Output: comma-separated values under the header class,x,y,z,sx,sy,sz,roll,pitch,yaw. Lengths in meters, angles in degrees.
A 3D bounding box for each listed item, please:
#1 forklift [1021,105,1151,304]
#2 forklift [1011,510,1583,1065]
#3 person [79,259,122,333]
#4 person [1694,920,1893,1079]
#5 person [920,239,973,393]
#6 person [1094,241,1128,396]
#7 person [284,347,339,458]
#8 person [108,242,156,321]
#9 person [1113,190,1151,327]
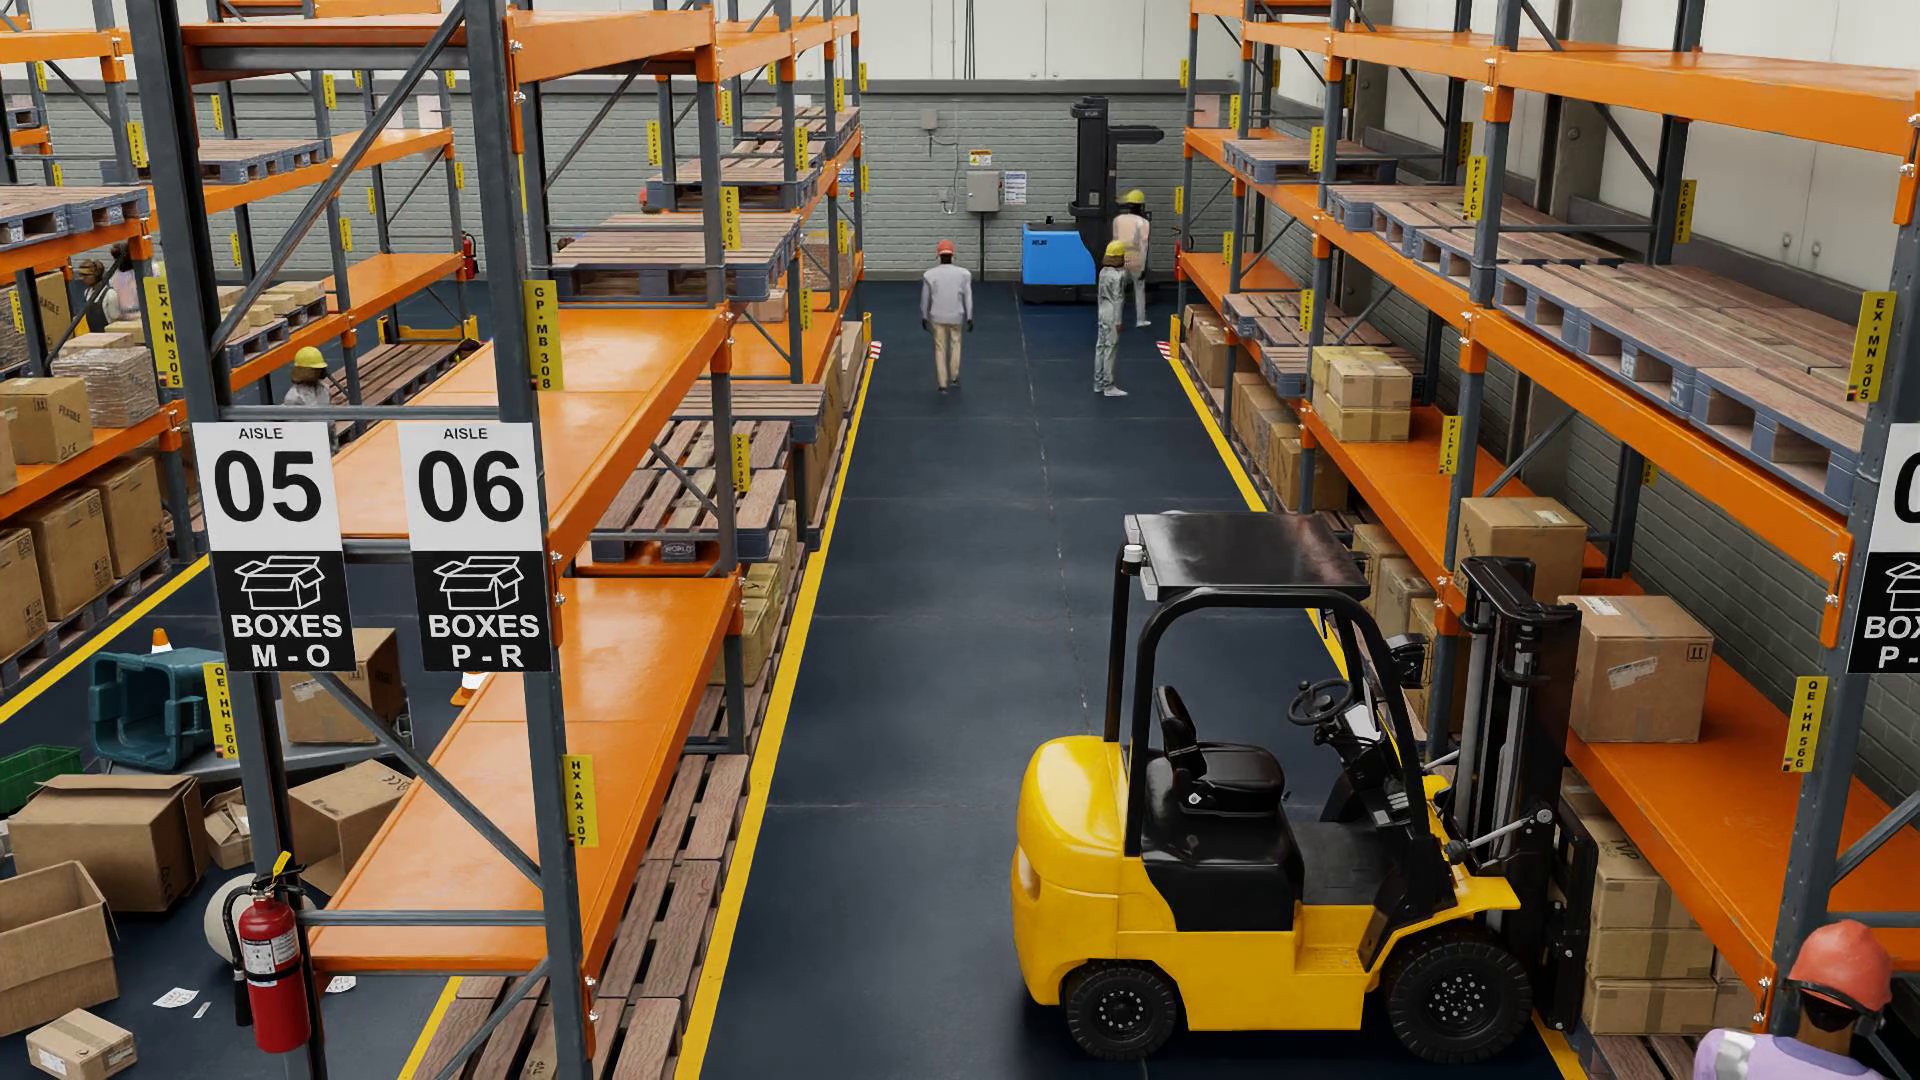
class,x,y,z,sx,sy,sz,roll,pitch,yaw
forklift,1.857,-4.944,24.441,1.873,2.768,1.129,0,18,0
forklift,1.387,1.055,7.378,2.313,2.155,1.214,0,18,0
person,-8.767,-1.981,17.124,0.511,1.839,0.339,11,21,29
person,2.356,2.008,4.751,0.603,2.035,0.401,12,22,32
person,-0.160,-2.594,19.140,0.604,1.722,0.735,-2,18,-6
person,1.729,-2.518,18.887,0.319,1.743,0.488,-6,19,-18
person,-5.182,-0.706,13.428,0.332,1.735,0.485,7,19,19
person,-9.122,-2.420,18.520,0.623,1.806,0.958,4,19,13
person,2.265,-3.764,22.436,0.600,1.892,0.927,14,23,36
